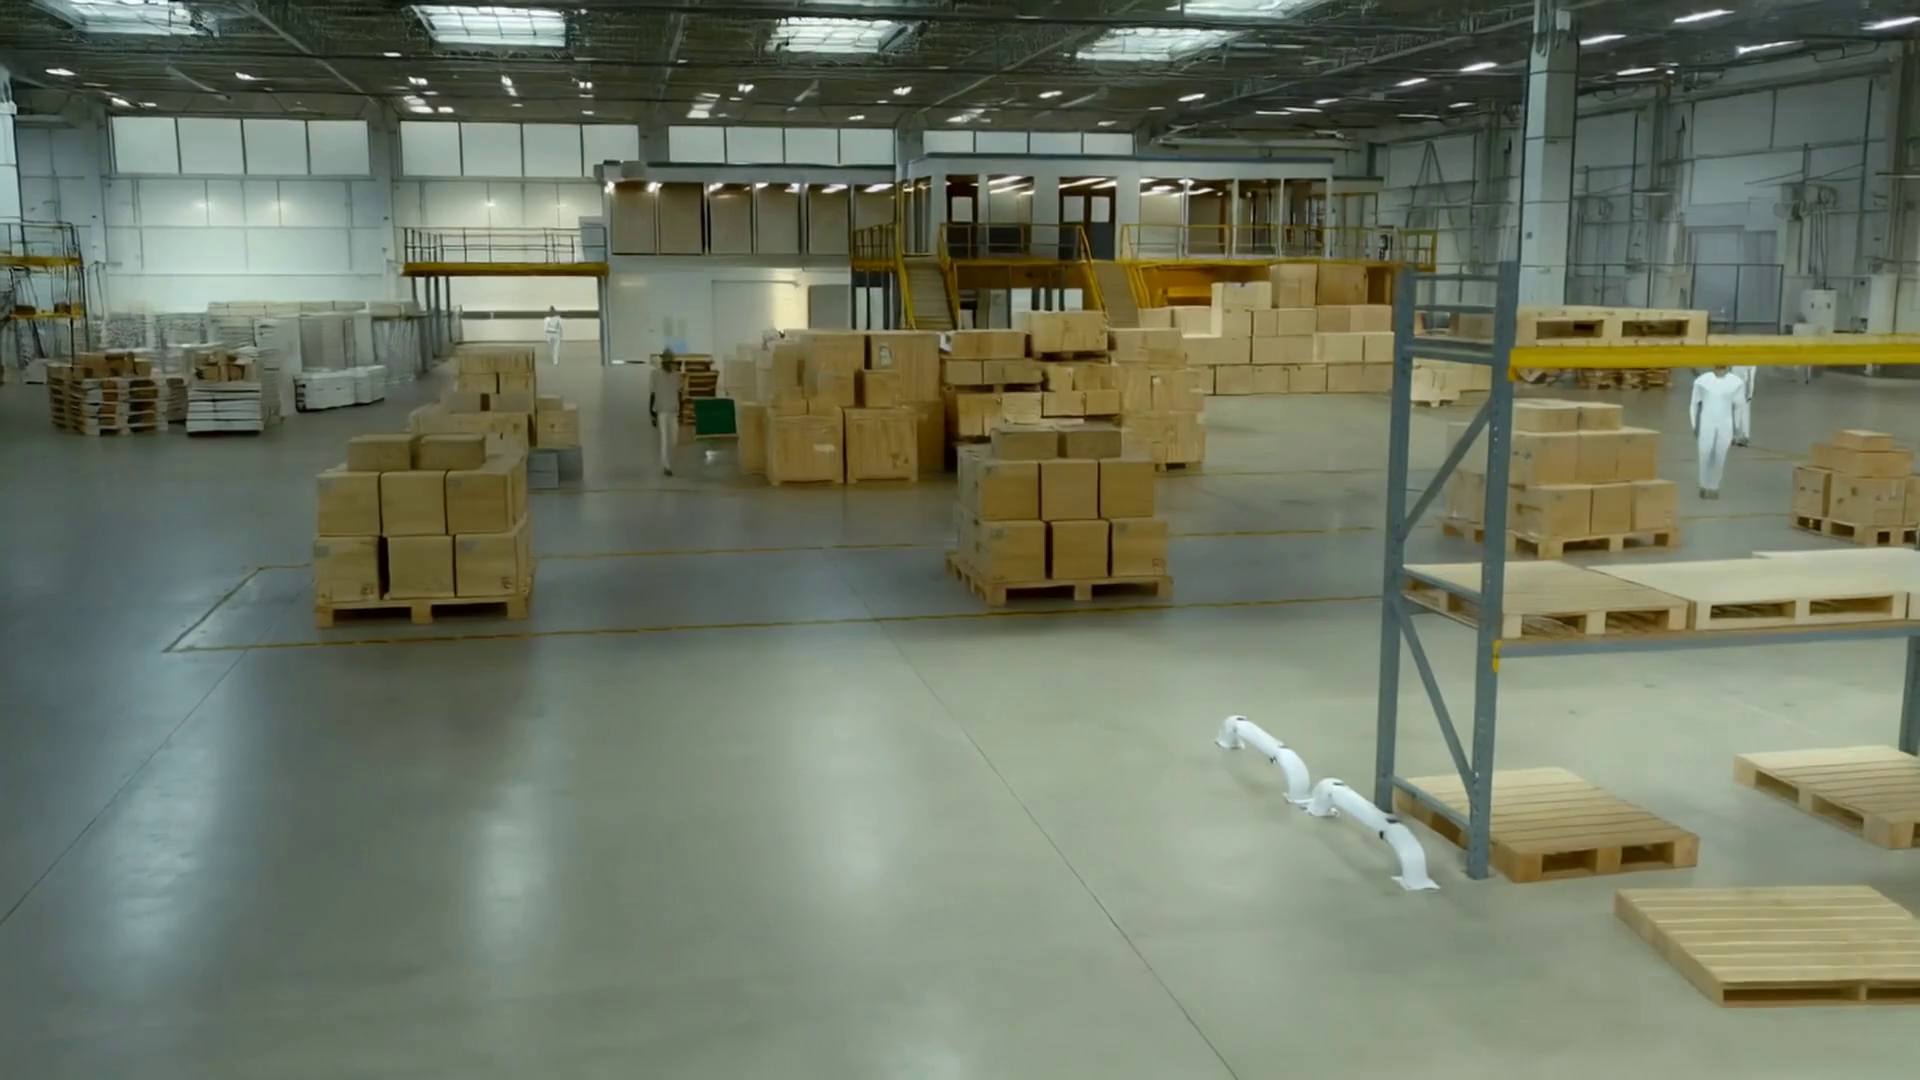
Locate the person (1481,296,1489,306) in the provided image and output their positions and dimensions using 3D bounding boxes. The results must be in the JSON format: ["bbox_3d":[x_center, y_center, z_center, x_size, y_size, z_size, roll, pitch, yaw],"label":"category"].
[{"bbox_3d":[18.377,-7.541,58.320,0.635,1.977,0.508,0,9,2],"label":"person"}]

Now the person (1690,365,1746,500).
[{"bbox_3d":[9.742,-1.448,21.378,0.653,1.913,0.810,3,10,19],"label":"person"}]

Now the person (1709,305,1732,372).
[{"bbox_3d":[21.591,-5.696,47.211,0.603,1.937,0.402,8,12,40],"label":"person"}]

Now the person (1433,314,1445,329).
[{"bbox_3d":[13.854,-5.849,48.543,0.849,1.814,0.633,-6,11,-32],"label":"person"}]

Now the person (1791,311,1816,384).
[{"bbox_3d":[21.894,-4.998,43.146,0.704,1.859,0.926,1,9,8],"label":"person"}]

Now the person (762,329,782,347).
[{"bbox_3d":[-3.051,-2.444,27.207,0.375,1.997,0.610,0,9,-3],"label":"person"}]

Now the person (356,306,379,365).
[{"bbox_3d":[-14.953,-4.892,42.021,0.609,2.034,0.397,3,10,16],"label":"person"}]

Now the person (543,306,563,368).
[{"bbox_3d":[-12.208,-6.097,49.949,0.589,1.848,0.958,-1,9,-7],"label":"person"}]

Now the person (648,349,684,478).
[{"bbox_3d":[-4.252,-1.835,23.957,0.536,1.846,0.611,-5,11,-30],"label":"person"}]

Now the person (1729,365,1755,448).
[{"bbox_3d":[12.988,-2.399,27.729,0.331,1.734,0.489,-3,10,-17],"label":"person"}]

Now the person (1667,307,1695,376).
[{"bbox_3d":[19.686,-5.408,45.531,0.808,1.919,0.553,9,13,44],"label":"person"}]
